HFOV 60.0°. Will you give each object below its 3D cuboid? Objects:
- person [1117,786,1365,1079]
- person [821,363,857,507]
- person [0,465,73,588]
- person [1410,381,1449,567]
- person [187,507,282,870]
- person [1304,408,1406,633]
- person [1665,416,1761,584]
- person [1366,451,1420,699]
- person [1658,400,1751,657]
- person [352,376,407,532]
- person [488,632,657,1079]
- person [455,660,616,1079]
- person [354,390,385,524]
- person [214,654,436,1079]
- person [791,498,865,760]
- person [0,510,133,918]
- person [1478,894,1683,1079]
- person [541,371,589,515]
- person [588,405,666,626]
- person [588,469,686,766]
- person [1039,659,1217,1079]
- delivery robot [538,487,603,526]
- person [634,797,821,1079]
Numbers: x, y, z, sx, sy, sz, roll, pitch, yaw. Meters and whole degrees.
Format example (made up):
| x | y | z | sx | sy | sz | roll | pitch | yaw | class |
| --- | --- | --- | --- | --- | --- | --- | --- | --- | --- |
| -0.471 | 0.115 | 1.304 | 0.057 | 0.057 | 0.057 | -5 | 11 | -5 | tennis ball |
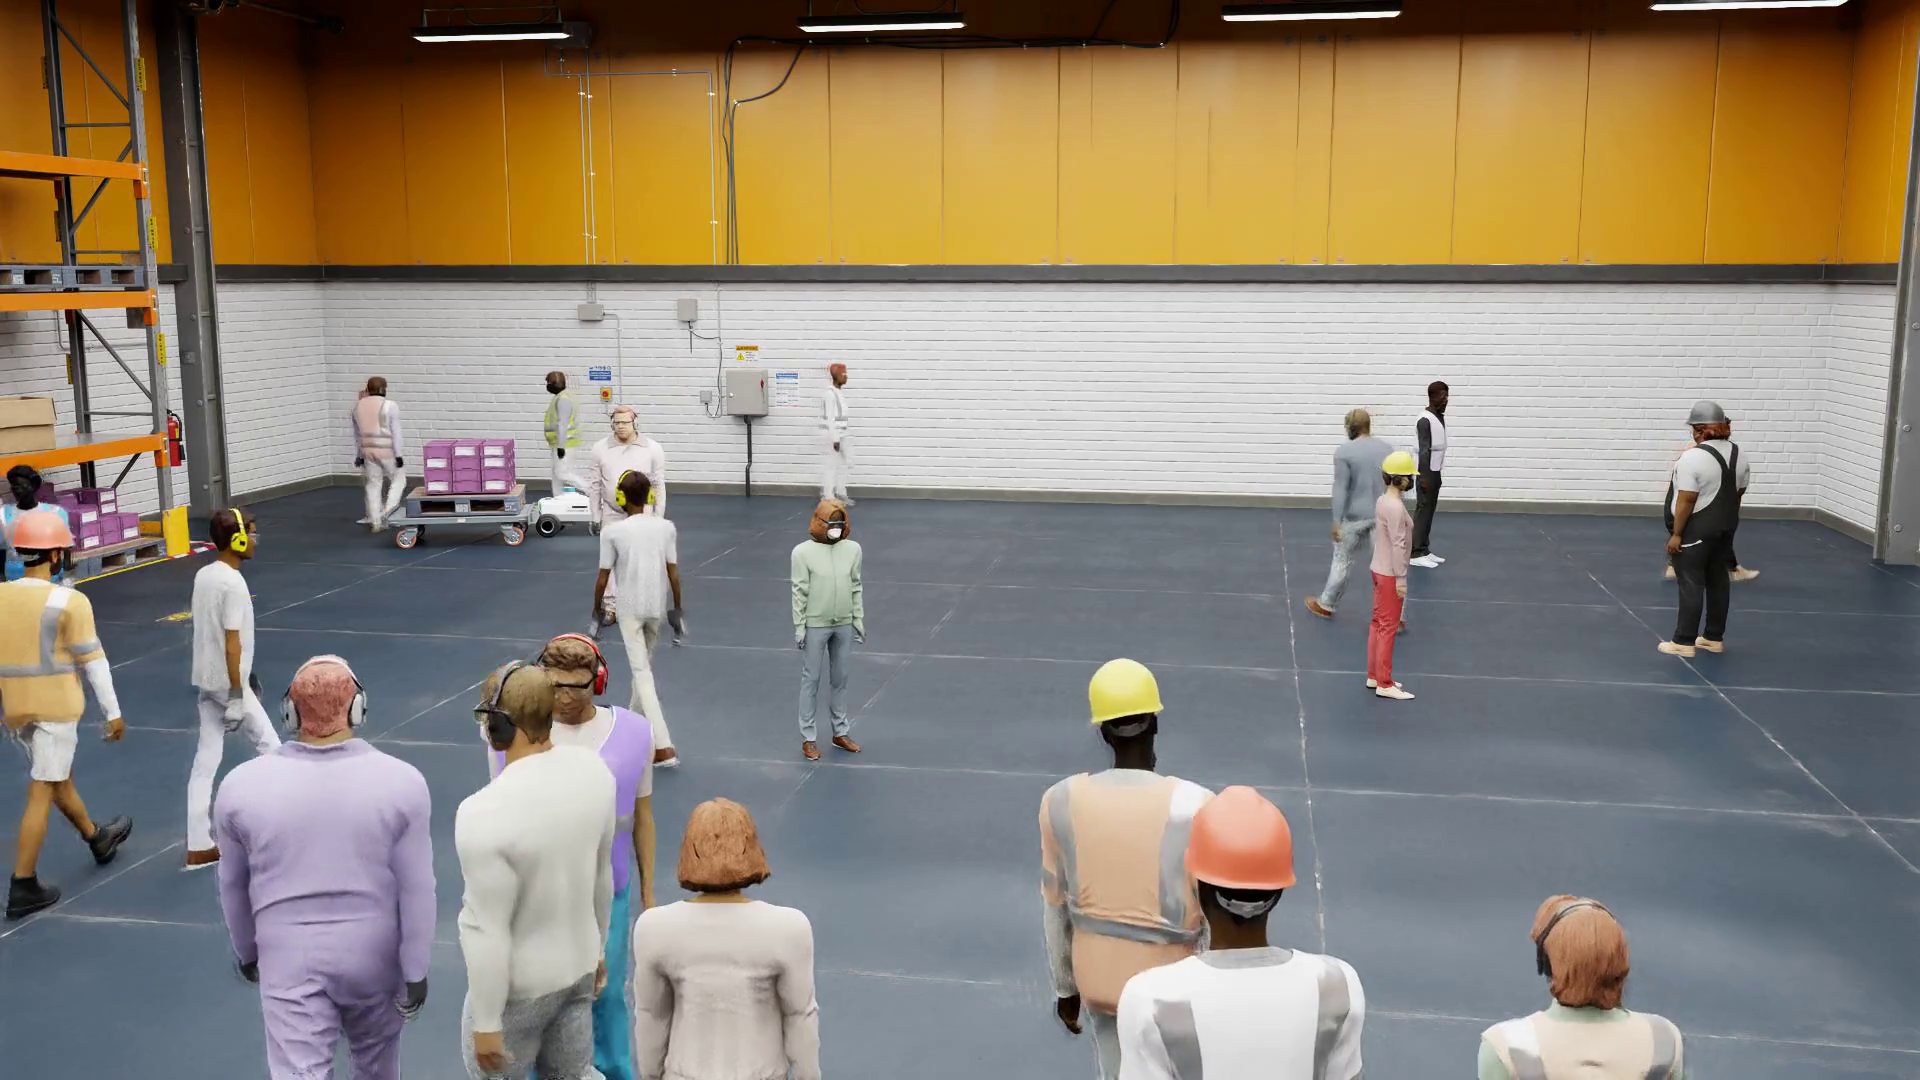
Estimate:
| x | y | z | sx | sy | sz | roll | pitch | yaw | class |
| --- | --- | --- | --- | --- | --- | --- | --- | --- | --- |
| 0.592 | 1.490 | 3.643 | 0.547 | 1.938 | 0.377 | -1 | 9 | -9 | person |
| -1.533 | -1.330 | 21.341 | 0.549 | 1.866 | 0.616 | 2 | 9 | 12 | person |
| -6.685 | 0.282 | 11.994 | 0.563 | 1.644 | 0.869 | -2 | 9 | -12 | person |
| 4.852 | -0.689 | 17.226 | 0.370 | 1.915 | 0.597 | 5 | 10 | 28 | person |
| -3.670 | 0.741 | 8.628 | 0.508 | 1.825 | 0.892 | 7 | 12 | 39 | person |
| 3.435 | -0.182 | 14.198 | 0.713 | 1.860 | 1.050 | -4 | 10 | -21 | person |
| 7.330 | -0.390 | 16.172 | 0.865 | 1.646 | 0.543 | 1 | 9 | 5 | person |
| 3.101 | 0.246 | 11.895 | 0.313 | 1.769 | 0.525 | 0 | 9 | 1 | person |
| 5.848 | -0.101 | 13.194 | 0.678 | 2.000 | 0.537 | -4 | 10 | -26 | person |
| -6.779 | -0.998 | 19.452 | 0.654 | 1.823 | 0.441 | 3 | 9 | 15 | person |
| -1.312 | 1.209 | 5.695 | 0.564 | 1.837 | 0.388 | -3 | 10 | -17 | person |
| -1.194 | 1.298 | 4.918 | 0.795 | 1.918 | 0.628 | 4 | 10 | 25 | person |
| -7.110 | -1.003 | 20.053 | 0.366 | 1.621 | 0.540 | -2 | 9 | -13 | person |
| -1.972 | 1.279 | 5.236 | 0.646 | 1.856 | 1.023 | -2 | 9 | -15 | person |
| -0.823 | 0.547 | 10.435 | 0.497 | 1.633 | 0.289 | -6 | 11 | -33 | person |
| -4.368 | 0.794 | 8.103 | 0.574 | 1.883 | 0.986 | 2 | 9 | 12 | person |
| 1.453 | 1.617 | 3.947 | 0.525 | 1.582 | 0.909 | 0 | 9 | -1 | person |
| -4.861 | -1.191 | 20.645 | 0.683 | 1.821 | 0.642 | -3 | 10 | -18 | person |
| -2.852 | -0.205 | 14.256 | 0.652 | 1.906 | 0.403 | -1 | 9 | -5 | person |
| -2.009 | 0.472 | 10.374 | 0.539 | 1.814 | 0.996 | -7 | 11 | -37 | person |
| 0.508 | 1.309 | 4.867 | 0.630 | 1.901 | 0.540 | 5 | 10 | 28 | person |
| -4.483 | -0.372 | 19.182 | 0.707 | 0.478 | 0.477 | -1 | 9 | -4 | delivery robot |
| -0.633 | 1.505 | 4.540 | 0.511 | 1.629 | 0.281 | 1 | 9 | 7 | person |
